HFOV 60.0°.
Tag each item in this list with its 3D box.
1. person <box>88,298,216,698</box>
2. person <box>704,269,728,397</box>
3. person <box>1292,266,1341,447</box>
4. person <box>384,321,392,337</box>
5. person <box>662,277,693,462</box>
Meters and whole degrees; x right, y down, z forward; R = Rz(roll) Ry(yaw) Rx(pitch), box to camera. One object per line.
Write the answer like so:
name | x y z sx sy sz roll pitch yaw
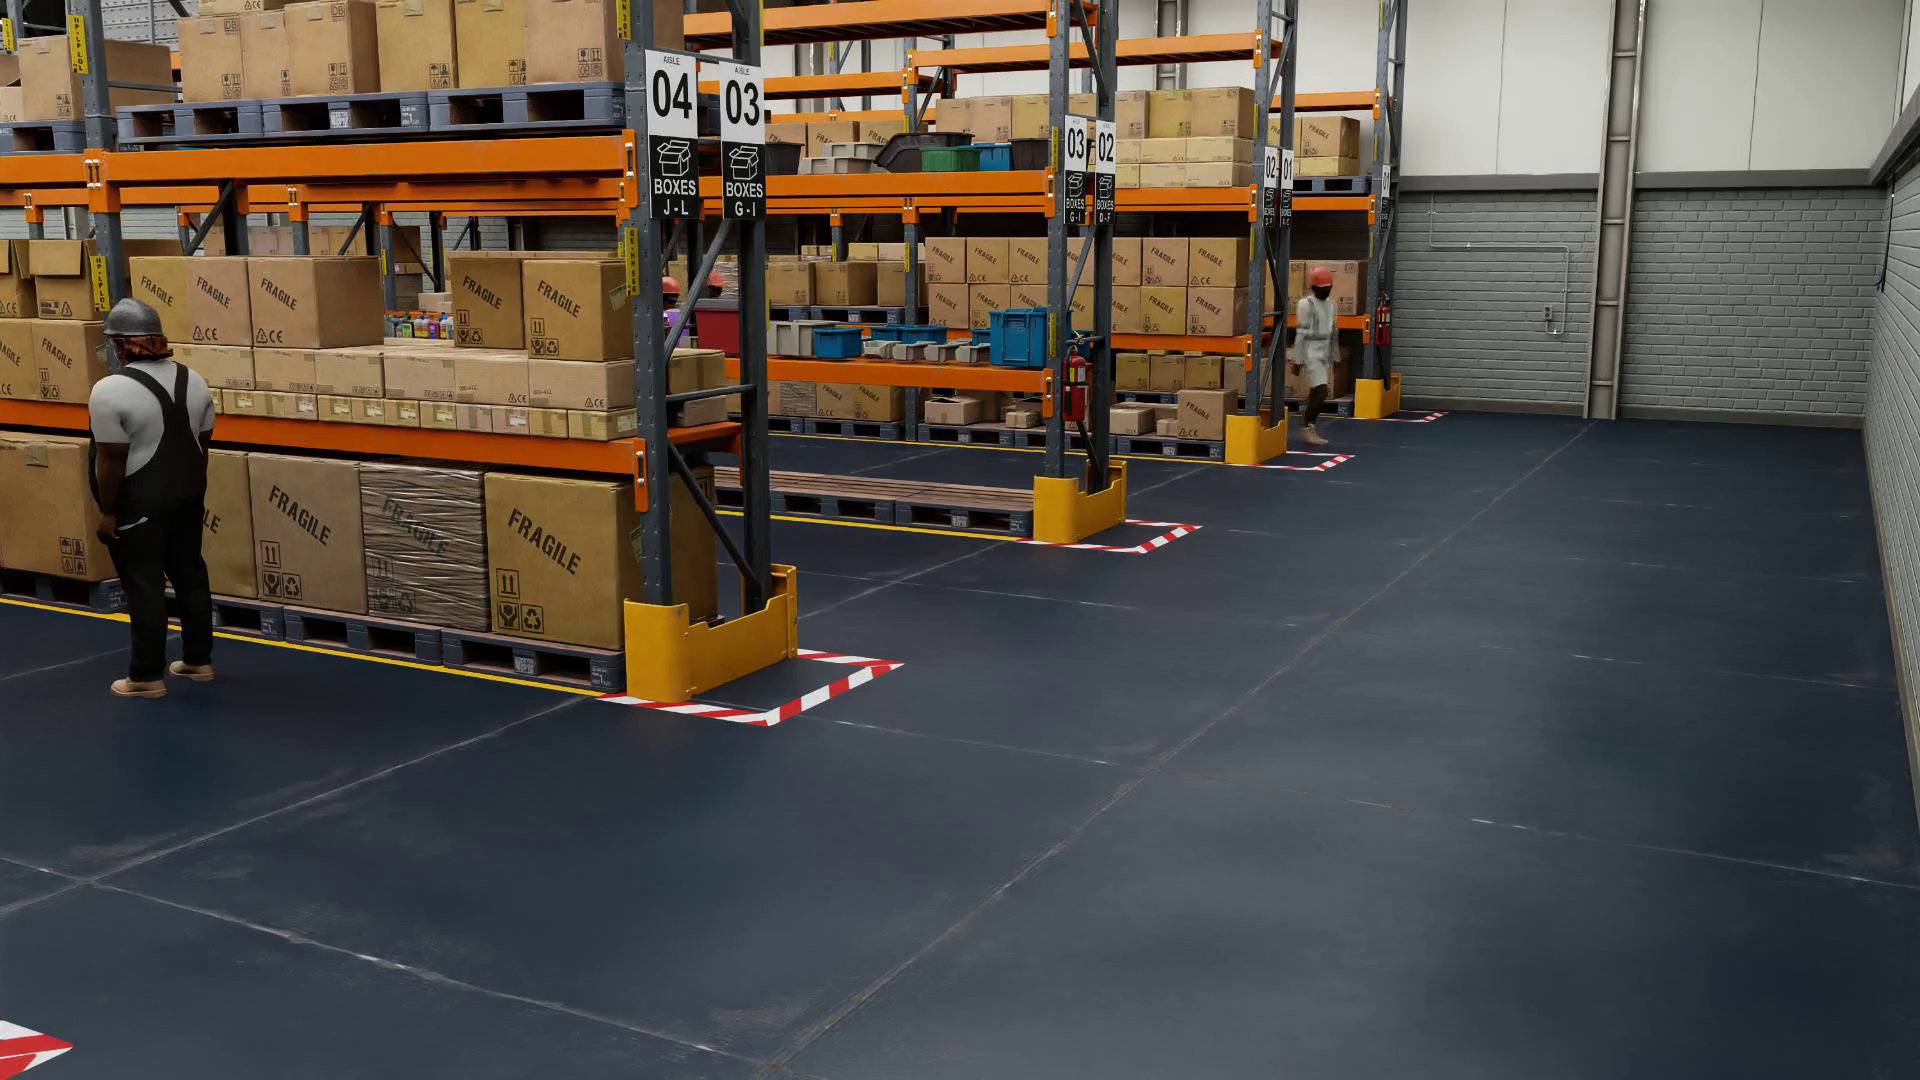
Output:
person | -4.191 -0.220 8.543 0.538 2.000 0.684 4 11 21
person | -2.863 -2.067 18.807 0.741 1.974 0.621 4 11 21
person | 4.004 -2.014 18.415 0.546 2.002 0.761 10 14 44
person | -5.308 -1.319 14.851 0.492 1.923 0.658 5 11 23
person | -2.895 -1.665 16.702 0.377 1.938 0.547 8 13 38
